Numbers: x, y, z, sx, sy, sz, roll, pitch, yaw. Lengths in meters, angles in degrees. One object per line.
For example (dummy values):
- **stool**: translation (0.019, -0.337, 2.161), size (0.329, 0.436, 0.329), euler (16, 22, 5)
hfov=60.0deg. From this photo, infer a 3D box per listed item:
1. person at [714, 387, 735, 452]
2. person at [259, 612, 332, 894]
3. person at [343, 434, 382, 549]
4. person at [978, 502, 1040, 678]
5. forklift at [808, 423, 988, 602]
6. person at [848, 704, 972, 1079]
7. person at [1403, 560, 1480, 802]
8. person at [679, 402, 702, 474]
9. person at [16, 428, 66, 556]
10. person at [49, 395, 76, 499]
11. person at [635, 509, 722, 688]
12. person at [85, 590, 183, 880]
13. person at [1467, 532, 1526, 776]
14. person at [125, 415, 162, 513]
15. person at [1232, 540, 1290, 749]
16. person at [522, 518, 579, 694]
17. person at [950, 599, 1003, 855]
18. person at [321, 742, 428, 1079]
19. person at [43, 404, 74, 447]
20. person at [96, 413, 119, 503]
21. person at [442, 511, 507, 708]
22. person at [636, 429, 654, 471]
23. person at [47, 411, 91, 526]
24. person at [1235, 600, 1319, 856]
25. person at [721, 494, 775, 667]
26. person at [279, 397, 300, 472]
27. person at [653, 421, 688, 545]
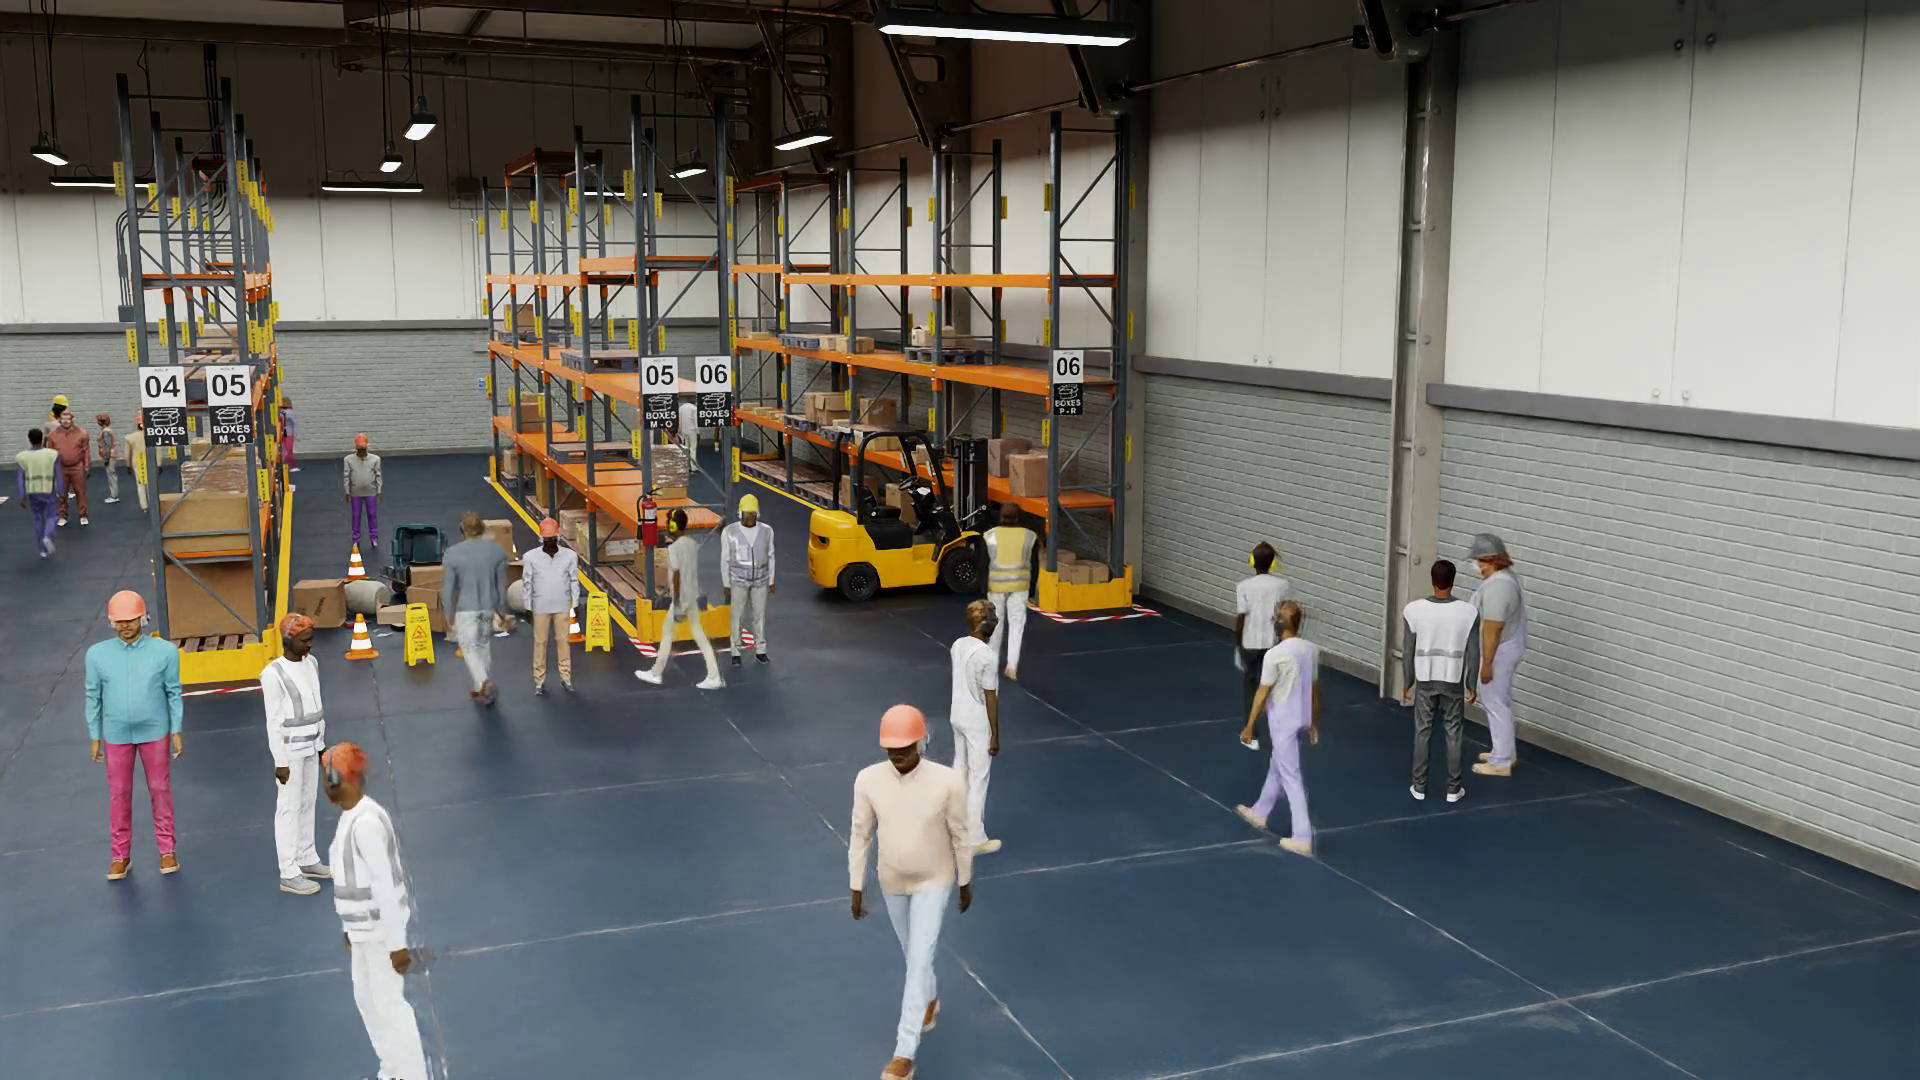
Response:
- **person**: translation (-5.565, -3.084, 39.037), size (0.607, 2.048, 0.365), euler (-4, 10, -21)
- **person**: translation (-4.450, 1.419, 11.202), size (0.356, 1.887, 0.573), euler (1, 9, 6)
- **person**: translation (-9.034, -0.737, 25.176), size (0.560, 1.755, 0.318), euler (-4, 10, -21)
- **person**: translation (0.507, 0.497, 17.306), size (0.637, 1.786, 0.952), euler (0, 9, 1)
- **forklift**: translation (-0.830, -0.399, 21.676), size (2.313, 2.155, 1.214), euler (-4, 10, -21)
- **person**: translation (-0.266, 1.784, 8.768), size (0.629, 1.931, 1.046), euler (3, 9, 16)
- **person**: translation (3.768, 1.108, 13.069), size (0.592, 1.916, 0.392), euler (3, 9, 17)
- **person**: translation (-5.627, -2.264, 34.826), size (0.561, 1.742, 0.337), euler (8, 12, 40)
- **person**: translation (-13.507, -0.696, 24.447), size (0.609, 1.903, 0.483), euler (-3, 9, -16)
- **person**: translation (-16.700, -1.729, 30.913), size (0.381, 1.918, 0.584), euler (-3, 10, -19)
- **person**: translation (-2.798, 0.588, 16.669), size (0.993, 1.813, 0.553), euler (4, 10, 24)
- **person**: translation (-5.669, 1.326, 11.443), size (0.609, 1.995, 0.376), euler (-4, 10, -21)
- **person**: translation (4.423, 0.920, 13.857), size (0.537, 2.000, 0.700), euler (4, 10, 25)
- **person**: translation (-14.283, -1.335, 29.111), size (0.581, 1.708, 0.888), euler (-4, 10, -24)
- **person**: translation (2.618, 0.935, 14.382), size (0.507, 1.852, 0.568), euler (-1, 9, -9)
- **person**: translation (-4.050, 0.644, 16.494), size (0.560, 1.752, 0.325), euler (-4, 10, -21)
- **person**: translation (0.114, 1.335, 11.909), size (0.347, 1.838, 0.501), euler (-6, 11, -35)
- **person**: translation (-2.846, 1.923, 8.147), size (0.378, 1.853, 0.773), euler (-5, 10, -30)
- **person**: translation (-16.244, -1.535, 30.004), size (0.568, 1.829, 0.913), euler (-5, 11, -31)
- **person**: translation (-15.520, -1.490, 30.290), size (0.311, 1.636, 0.522), euler (-4, 10, -25)
- **person**: translation (-4.603, 0.669, 15.883), size (0.634, 1.903, 0.906), euler (-7, 11, -37)
- **person**: translation (-5.622, -1.448, 30.132), size (0.510, 1.607, 0.765), euler (-5, 10, -27)
- **person**: translation (-14.725, -1.183, 27.501), size (0.642, 1.913, 0.410), euler (-4, 10, -21)
- **person**: translation (2.271, 1.324, 12.061), size (0.513, 1.809, 0.899), euler (-8, 12, -41)
- **person**: translation (-2.235, 0.424, 17.619), size (0.587, 1.837, 0.404), euler (-4, 10, -21)
- **person**: translation (-14.106, -2.188, 34.785), size (0.506, 1.607, 0.765), euler (3, 10, 19)
- **person**: translation (-4.436, -0.959, 25.678), size (0.375, 2.044, 0.604), euler (6, 11, 35)
